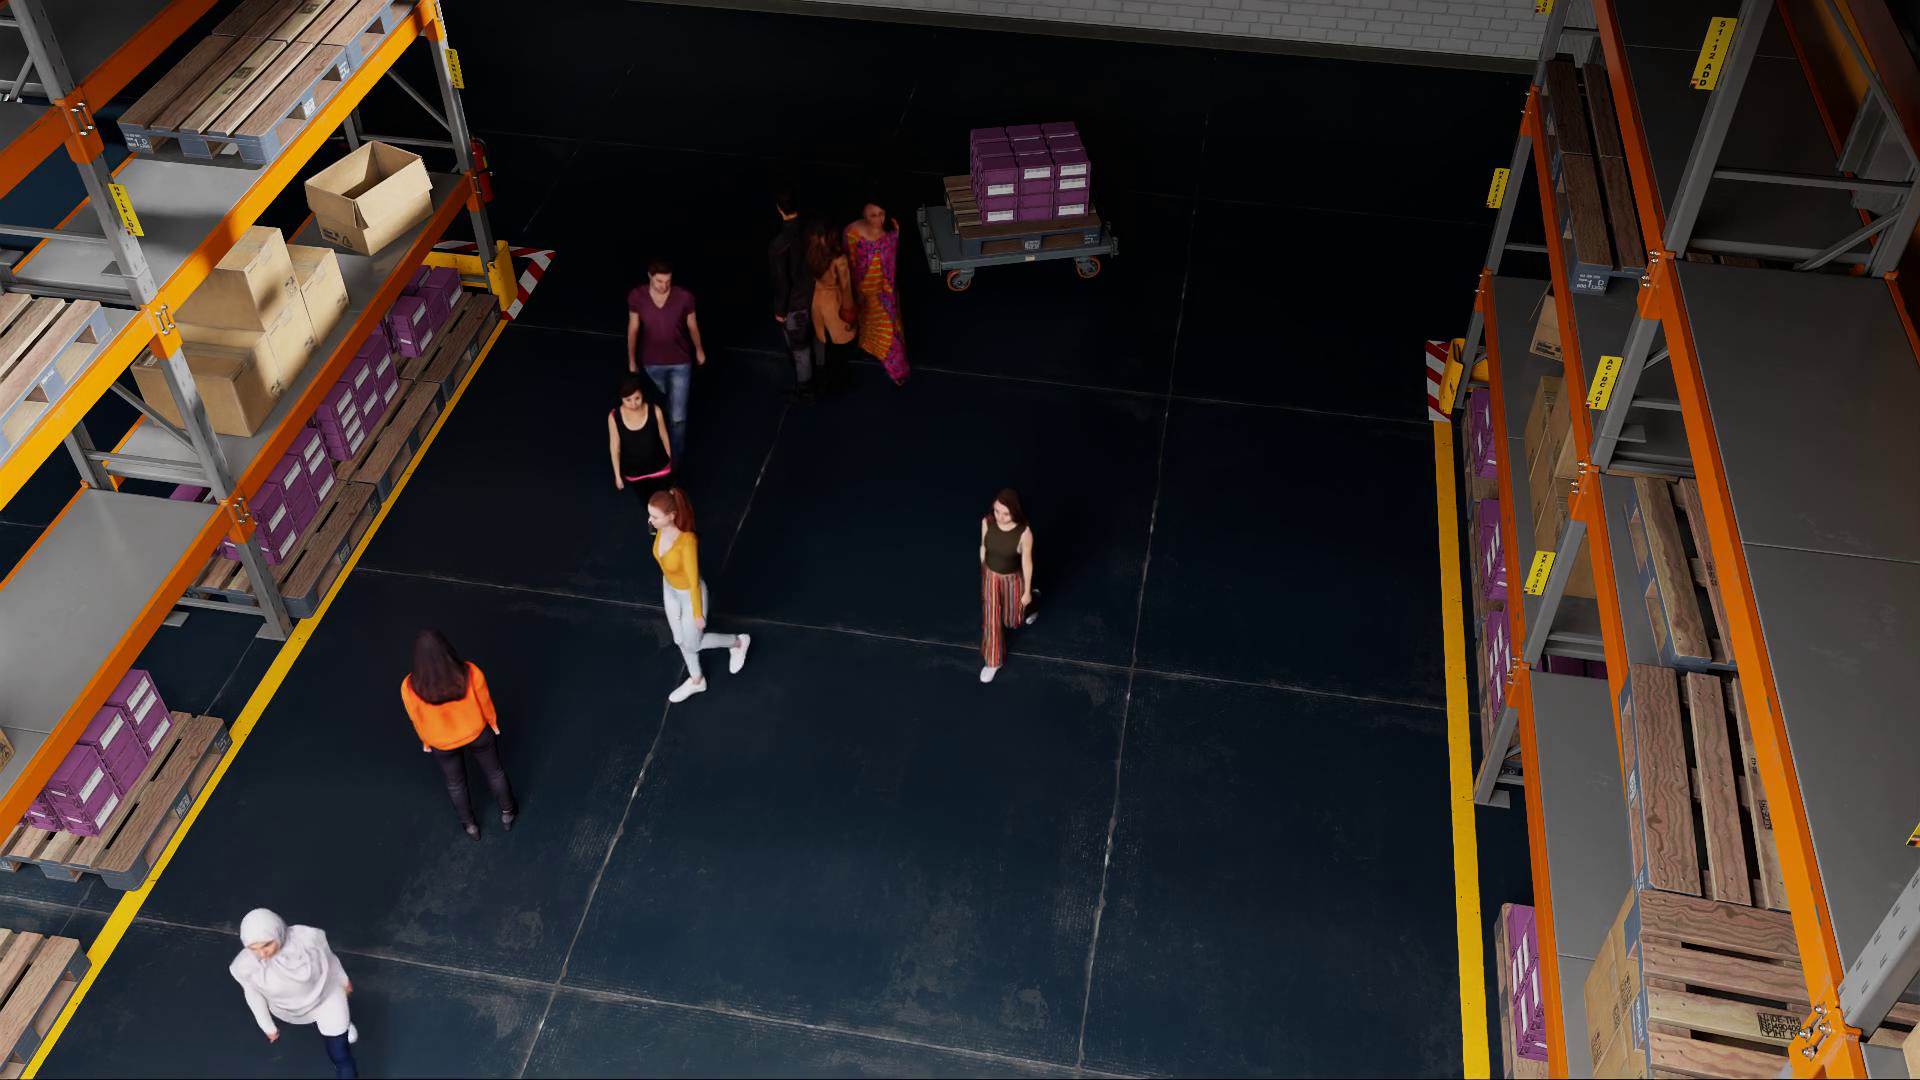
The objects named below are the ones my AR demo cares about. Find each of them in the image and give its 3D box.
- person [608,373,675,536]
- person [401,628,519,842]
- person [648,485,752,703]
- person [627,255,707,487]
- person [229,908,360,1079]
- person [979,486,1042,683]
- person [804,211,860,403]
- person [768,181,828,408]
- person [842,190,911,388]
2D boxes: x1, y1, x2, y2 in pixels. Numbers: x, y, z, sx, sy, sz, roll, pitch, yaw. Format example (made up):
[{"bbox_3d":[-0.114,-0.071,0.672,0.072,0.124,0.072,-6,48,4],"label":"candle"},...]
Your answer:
[{"bbox_3d":[-2.223,-0.584,11.704,0.760,1.516,1.055,-5,44,-6],"label":"person"},{"bbox_3d":[-2.922,1.140,9.725,0.707,1.749,0.713,-13,45,-14],"label":"person"},{"bbox_3d":[-1.674,0.317,10.597,0.967,1.738,0.890,-30,51,-27],"label":"person"},{"bbox_3d":[-2.155,-1.403,12.363,0.678,1.793,1.168,7,44,7],"label":"person"},{"bbox_3d":[-3.344,2.289,8.543,1.031,1.716,1.272,-17,46,-17],"label":"person"},{"bbox_3d":[0.325,0.205,10.855,0.742,1.543,1.008,22,48,21],"label":"person"},{"bbox_3d":[-1.047,-1.727,12.762,0.833,1.710,0.888,23,48,22],"label":"person"},{"bbox_3d":[-1.223,-1.884,12.757,0.835,1.944,0.678,24,49,23],"label":"person"},{"bbox_3d":[-0.724,-2.083,13.182,0.995,1.648,1.239,-14,45,-14],"label":"person"}]
